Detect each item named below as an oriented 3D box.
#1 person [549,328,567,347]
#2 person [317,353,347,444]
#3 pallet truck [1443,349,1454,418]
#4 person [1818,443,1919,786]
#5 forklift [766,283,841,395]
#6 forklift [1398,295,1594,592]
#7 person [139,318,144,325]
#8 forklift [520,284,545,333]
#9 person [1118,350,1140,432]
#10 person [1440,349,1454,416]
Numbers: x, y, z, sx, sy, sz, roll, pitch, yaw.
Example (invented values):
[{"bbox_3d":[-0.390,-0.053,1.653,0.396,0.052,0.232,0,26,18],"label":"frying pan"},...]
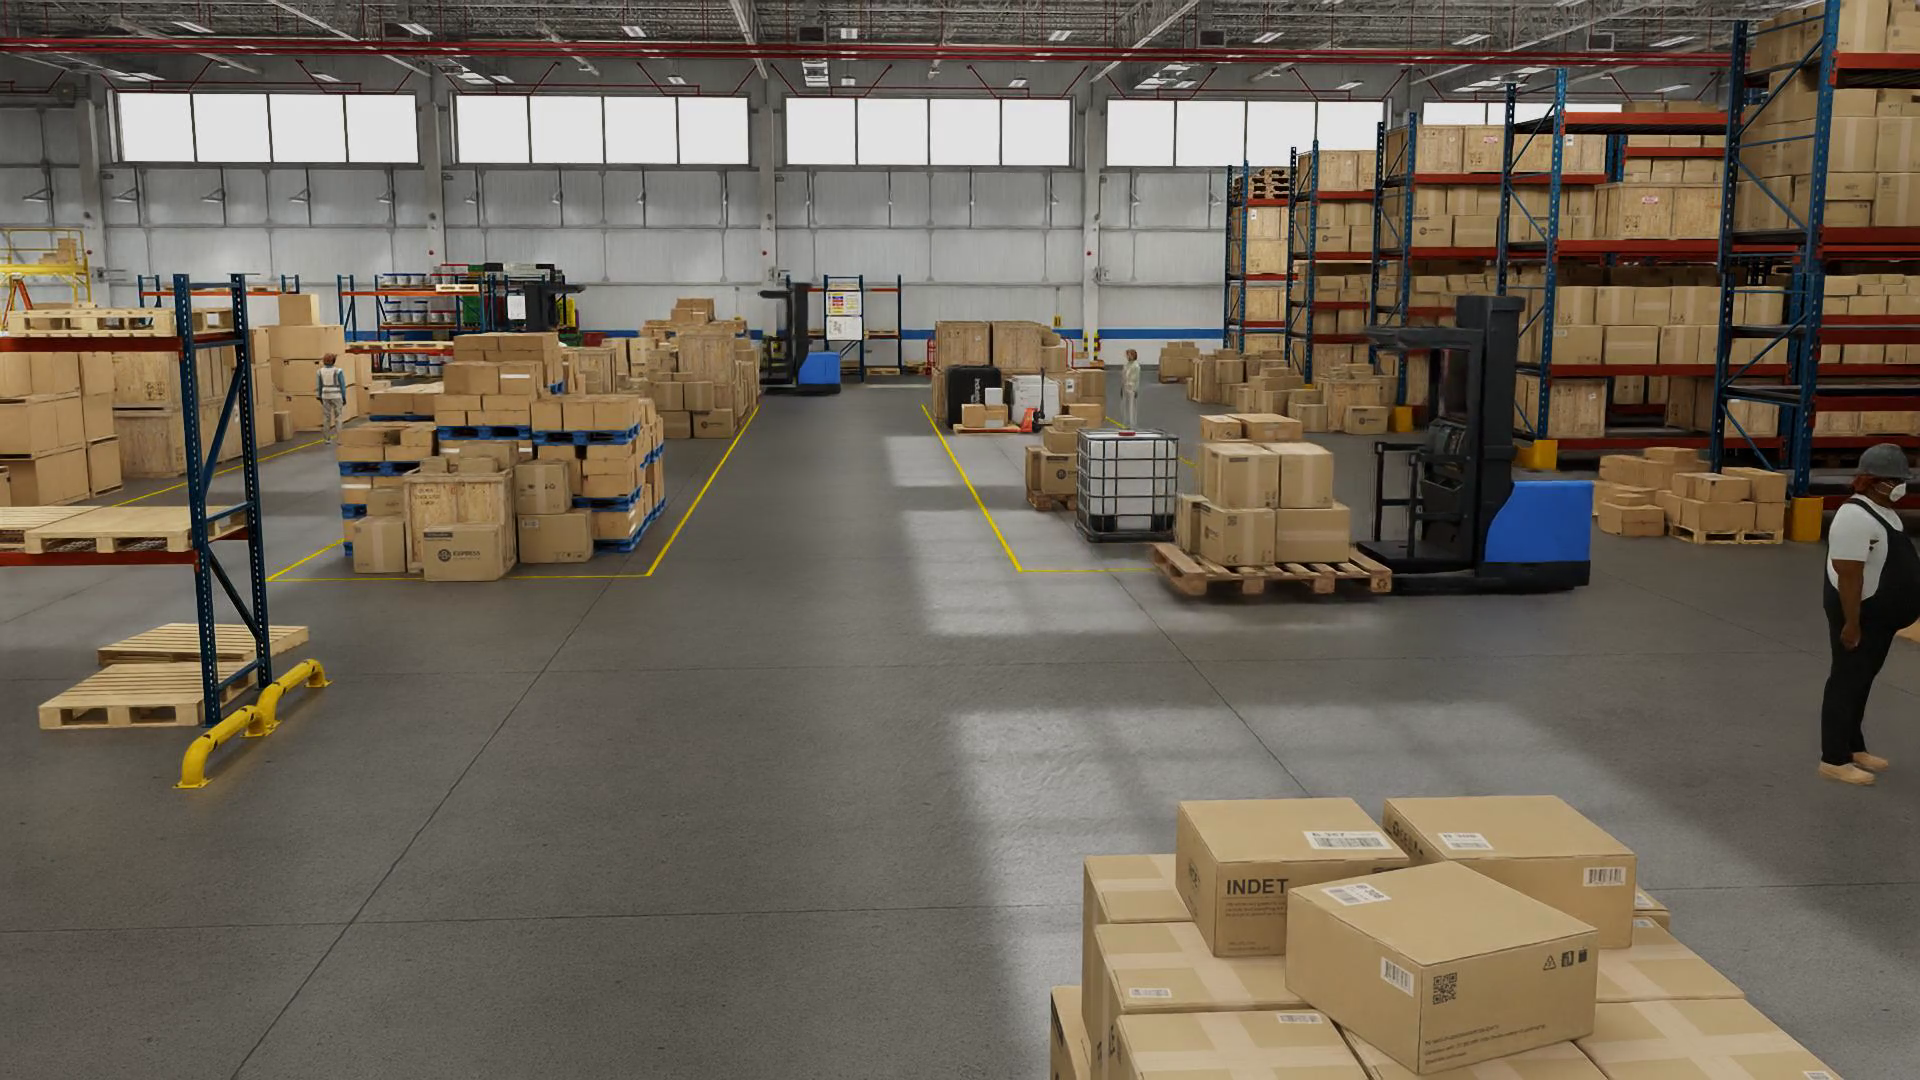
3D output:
[{"bbox_3d":[-8.434,-3.442,34.592,0.630,1.938,0.366,1,9,8],"label":"person"},{"bbox_3d":[-11.221,-2.521,29.735,0.514,1.643,0.307,1,9,7],"label":"person"},{"bbox_3d":[8.004,-2.170,26.422,0.823,1.965,1.885,2,9,14],"label":"pallet truck"},{"bbox_3d":[5.476,0.429,9.967,0.536,2.000,0.688,8,12,40],"label":"person"},{"bbox_3d":[-3.954,-5.071,41.868,1.873,2.768,1.129,-1,9,-4],"label":"forklift"},{"bbox_3d":[5.058,-0.961,16.064,1.873,2.768,1.129,-1,9,-4],"label":"forklift"},{"bbox_3d":[-23.377,-5.494,47.484,0.378,1.937,0.629,-8,12,-41],"label":"person"},{"bbox_3d":[-9.320,-4.225,36.561,1.873,2.768,1.129,-1,9,-4],"label":"forklift"},{"bbox_3d":[3.224,-2.826,31.759,0.315,1.612,0.606,-5,10,-28],"label":"person"},{"bbox_3d":[8.942,-2.767,30.658,0.627,1.844,0.429,-3,10,-18],"label":"person"}]
